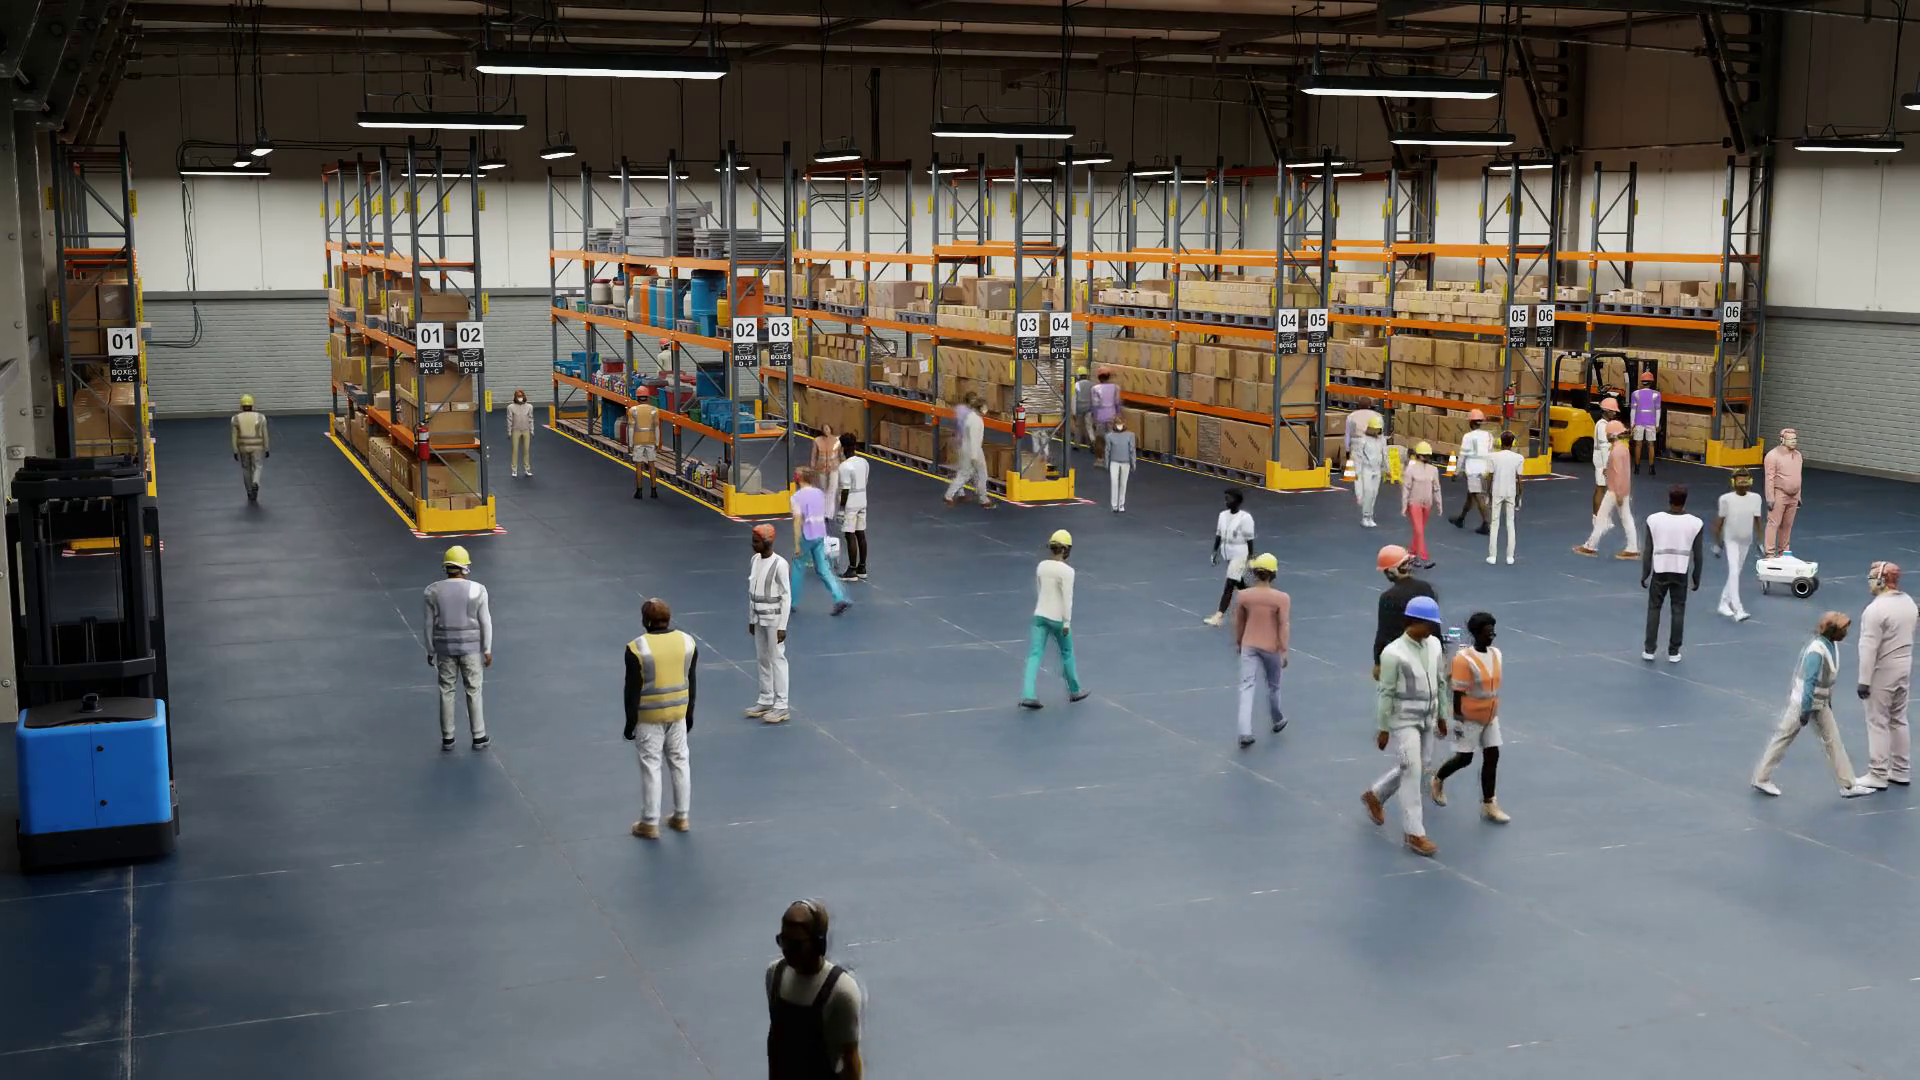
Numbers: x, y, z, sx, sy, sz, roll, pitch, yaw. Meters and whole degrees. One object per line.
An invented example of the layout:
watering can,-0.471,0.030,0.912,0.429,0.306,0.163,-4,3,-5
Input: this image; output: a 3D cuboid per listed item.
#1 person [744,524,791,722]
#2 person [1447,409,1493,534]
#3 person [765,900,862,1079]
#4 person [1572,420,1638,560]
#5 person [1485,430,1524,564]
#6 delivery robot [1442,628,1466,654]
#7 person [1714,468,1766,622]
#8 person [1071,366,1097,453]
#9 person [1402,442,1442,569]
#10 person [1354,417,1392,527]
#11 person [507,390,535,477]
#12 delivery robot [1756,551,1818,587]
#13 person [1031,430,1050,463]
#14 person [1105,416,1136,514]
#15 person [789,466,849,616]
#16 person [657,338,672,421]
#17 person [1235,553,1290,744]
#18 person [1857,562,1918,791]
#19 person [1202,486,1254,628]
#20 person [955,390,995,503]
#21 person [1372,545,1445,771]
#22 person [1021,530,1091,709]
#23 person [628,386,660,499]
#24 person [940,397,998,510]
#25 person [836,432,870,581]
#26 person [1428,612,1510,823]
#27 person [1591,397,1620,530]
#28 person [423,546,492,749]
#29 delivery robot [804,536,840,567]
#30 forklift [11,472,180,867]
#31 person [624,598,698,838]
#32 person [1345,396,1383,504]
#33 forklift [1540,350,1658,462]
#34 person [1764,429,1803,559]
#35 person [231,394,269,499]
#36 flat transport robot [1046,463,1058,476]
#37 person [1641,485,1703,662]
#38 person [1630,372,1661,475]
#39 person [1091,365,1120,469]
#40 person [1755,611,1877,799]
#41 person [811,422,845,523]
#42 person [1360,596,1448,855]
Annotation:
person,-1.817,0.775,19.861,0.346,1.881,0.578,-6,11,-36
person,7.858,-1.063,32.110,0.567,1.885,0.983,-6,10,-34
person,-0.600,2.420,9.115,0.516,1.830,0.656,7,11,38
person,9.148,-0.712,29.528,0.978,1.947,0.611,6,10,33
person,7.564,-0.600,29.128,0.496,1.861,0.333,1,9,8
delivery robot,5.094,1.022,21.590,0.335,0.223,0.698,-1,8,-6
person,9.286,0.050,24.929,0.487,1.814,0.963,-1,9,-5
person,2.571,-2.698,43.289,0.595,1.809,0.822,-3,9,-20
person,6.360,-0.461,28.585,0.548,1.724,0.852,-4,9,-23
person,6.434,-1.056,32.605,0.514,1.720,0.549,-4,9,-24
person,-8.231,-2.008,39.245,0.509,1.632,0.267,-4,9,-25
delivery robot,10.552,0.381,26.730,0.707,0.478,0.477,5,10,30
person,1.509,-2.298,40.380,0.611,1.873,0.406,-5,10,-29
person,2.620,-1.225,34.171,0.503,1.588,0.849,0,9,-2
person,-1.783,0.011,25.282,0.944,1.795,0.620,7,11,39
person,-7.119,-3.903,50.717,0.407,1.986,0.615,6,11,36
person,2.754,0.972,19.081,0.542,1.712,0.903,4,9,26
person,7.727,1.125,17.536,0.657,1.894,0.415,-6,10,-35
person,3.188,0.191,24.527,0.890,1.644,0.546,-5,10,-32
person,0.247,-1.569,35.379,0.802,1.911,0.652,6,10,33
person,3.832,1.009,18.087,0.697,1.943,0.673,-6,11,-37
person,0.931,0.772,20.423,0.878,1.720,0.533,-8,12,-44
person,-5.459,-1.690,36.125,0.551,1.933,0.370,-3,9,-19
person,0.135,-1.439,34.626,0.916,1.896,0.664,1,9,9
person,-1.435,-0.447,27.754,0.373,1.960,0.601,5,10,29
person,4.042,1.374,16.581,0.567,1.676,0.660,-6,10,-35
person,10.000,-1.190,32.447,0.377,2.041,0.607,2,9,12
person,-4.495,0.961,18.797,0.597,1.828,0.403,0,9,-2
delivery robot,-1.925,0.107,28.558,0.477,0.478,0.707,3,9,22
forklift,-6.630,0.886,15.957,1.129,2.768,1.873,-3,9,-21
person,-2.319,1.355,16.138,0.632,1.840,0.429,-7,11,-38
person,6.859,-1.544,35.521,0.654,1.819,0.756,2,9,14
forklift,12.897,-2.725,42.309,2.313,2.155,1.214,-3,9,-21
person,11.365,-0.584,28.846,0.638,1.909,0.408,-4,10,-27
person,-12.138,-1.582,35.794,0.603,1.816,0.675,-2,9,-11
flat transport robot,1.284,-1.385,39.754,0.652,0.197,1.431,-3,9,-20
person,7.665,0.360,22.551,0.611,1.909,0.414,2,9,15
person,12.961,-2.212,39.619,0.544,1.933,0.376,3,9,19
person,2.825,-2.360,40.319,0.620,2.019,0.831,-3,9,-21
person,7.016,1.351,17.103,0.964,1.547,0.526,7,11,40
person,-2.098,-1.072,33.100,0.541,1.589,0.870,2,9,11
person,3.393,1.353,15.915,0.623,1.911,0.874,-7,11,-37
